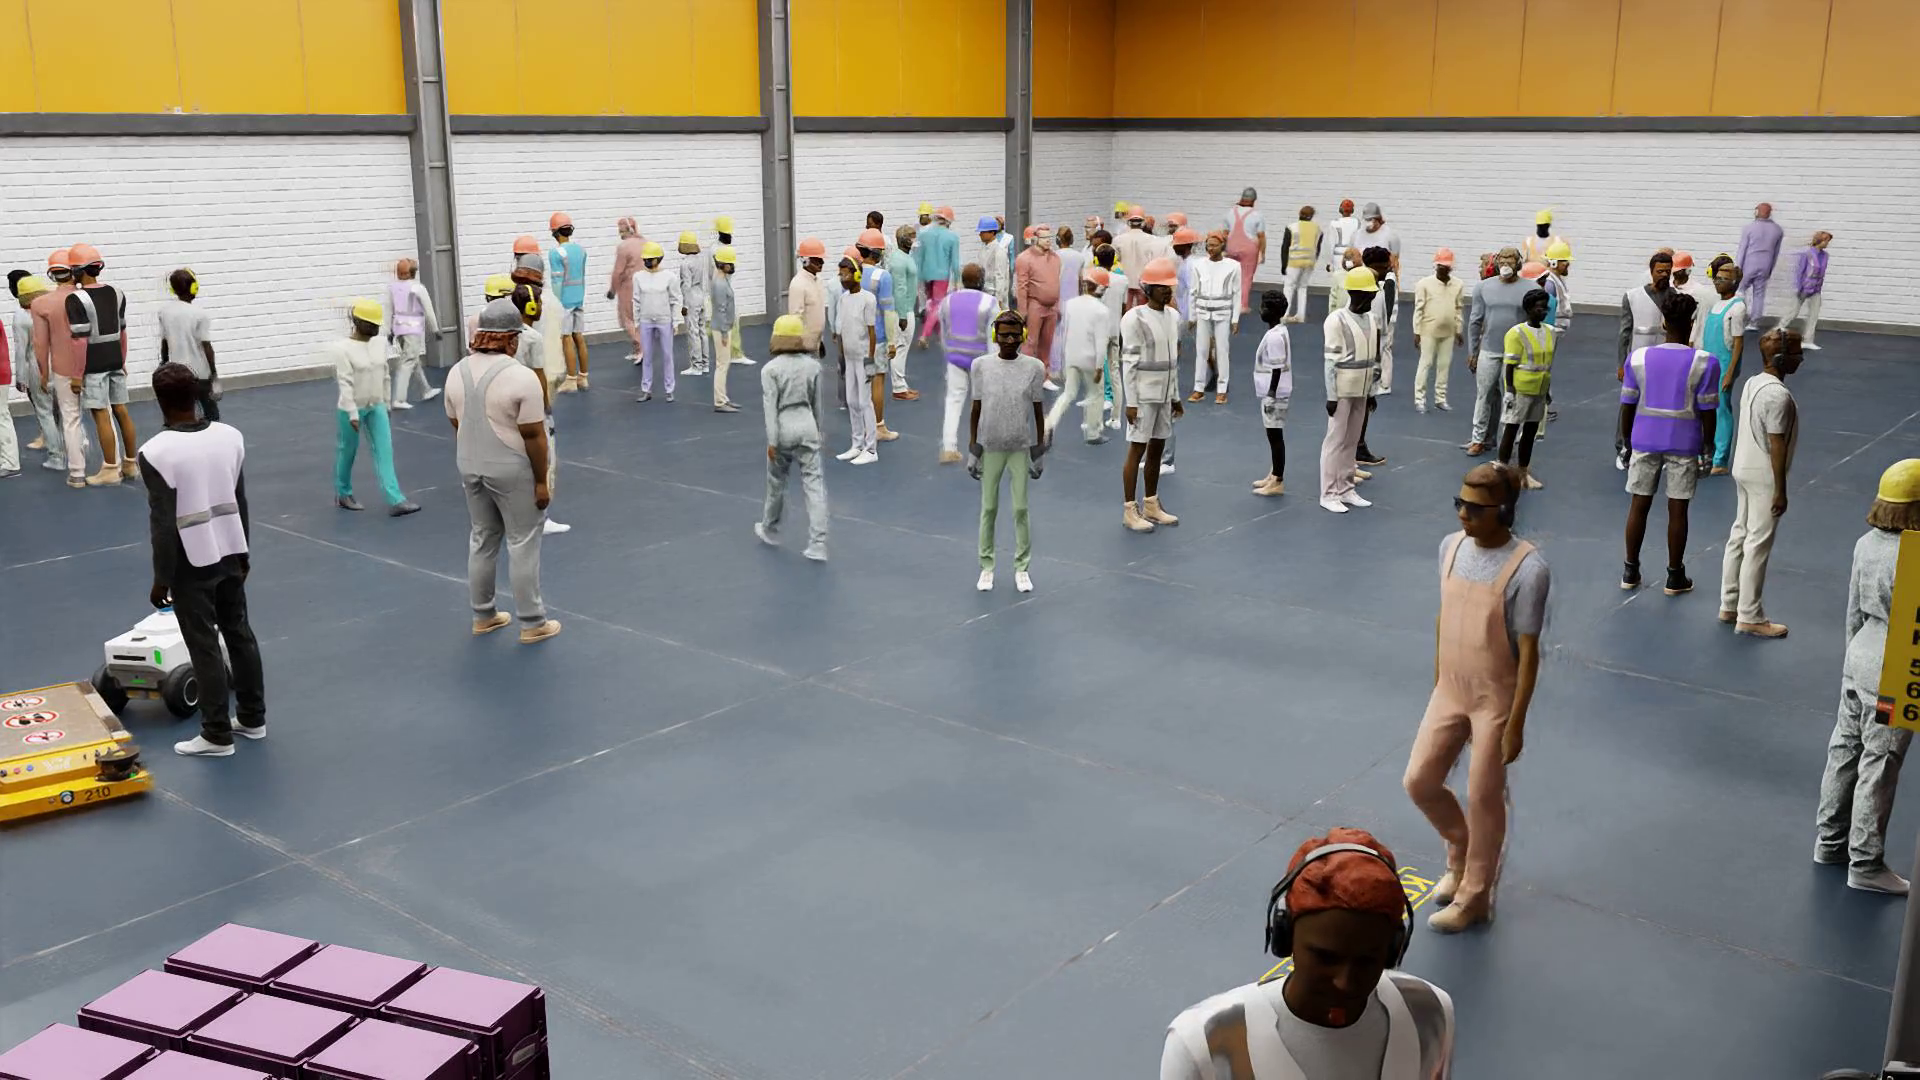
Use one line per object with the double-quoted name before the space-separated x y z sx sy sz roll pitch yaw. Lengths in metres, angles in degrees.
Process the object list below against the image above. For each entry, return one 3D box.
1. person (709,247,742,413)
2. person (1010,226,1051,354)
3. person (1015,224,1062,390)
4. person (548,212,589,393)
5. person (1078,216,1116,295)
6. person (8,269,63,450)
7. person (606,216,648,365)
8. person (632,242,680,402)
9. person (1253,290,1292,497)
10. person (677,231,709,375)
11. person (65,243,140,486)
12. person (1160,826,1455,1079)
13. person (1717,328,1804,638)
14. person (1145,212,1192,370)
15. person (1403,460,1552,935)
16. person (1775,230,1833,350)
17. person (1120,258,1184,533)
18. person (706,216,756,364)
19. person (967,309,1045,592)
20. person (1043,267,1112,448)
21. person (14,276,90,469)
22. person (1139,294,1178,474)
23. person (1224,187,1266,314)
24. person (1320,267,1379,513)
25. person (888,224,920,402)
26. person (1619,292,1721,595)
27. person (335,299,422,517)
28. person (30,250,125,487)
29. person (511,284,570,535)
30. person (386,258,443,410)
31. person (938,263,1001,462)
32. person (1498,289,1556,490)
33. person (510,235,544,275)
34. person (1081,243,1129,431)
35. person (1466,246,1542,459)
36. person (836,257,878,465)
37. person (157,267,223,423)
"person" -2.490 -2.228 17.664 0.338 1.756 0.532 -2 14 -6
"person" 0.977 -3.230 21.760 0.568 1.733 0.794 -12 18 -39
"person" 0.930 -2.633 18.970 0.652 1.906 0.403 -12 18 -40
"person" -4.490 -2.699 18.963 0.374 2.040 0.606 5 15 20
"person" 1.647 -3.037 20.580 0.405 1.911 0.636 -6 15 -22
"person" -8.736 -1.708 15.719 0.320 1.683 0.541 -4 15 -15
"person" -4.160 -3.182 21.216 0.602 1.878 0.650 5 15 19
"person" -3.340 -2.388 18.278 0.526 1.765 0.329 1 14 4
"person" 2.570 -1.205 13.685 0.318 1.695 0.539 3 14 12
"person" -3.289 -2.900 20.359 0.312 1.745 0.492 4 15 15
"person" -7.284 -1.473 14.053 0.377 2.045 0.605 3 14 13
"person" 0.603 1.389 2.940 0.572 1.885 0.358 -5 15 -20
"person" 4.810 -0.344 9.947 0.345 1.846 0.508 1 14 3
"person" 2.518 -3.024 20.419 0.648 1.962 0.663 13 19 41
"person" 1.911 0.601 6.200 0.401 1.829 0.525 -9 16 -31
"person" 11.505 -3.419 22.696 0.530 1.611 0.597 -5 15 -19
"person" 1.465 -1.088 12.512 0.605 2.045 0.379 -13 19 -43
"person" -3.020 -3.141 21.012 0.700 1.900 0.619 3 14 10
"person" 0.301 -0.577 10.858 0.508 1.860 0.334 1 14 2
"person" 1.117 -1.700 15.630 0.759 1.712 0.615 -13 19 -41
"person" -8.041 -1.469 14.703 0.481 1.713 0.516 8 16 30
"person" 1.753 -1.391 14.555 0.285 1.634 0.499 -2 14 -8
"person" 4.653 -4.703 26.969 0.703 2.000 0.586 11 18 37
"person" 3.097 -1.188 13.149 0.584 1.928 0.372 -12 18 -40
"person" -0.619 -2.514 18.425 0.355 1.938 0.637 1 14 2
"person" 4.593 -0.621 10.807 0.607 1.966 0.367 10 17 34
"person" -4.618 -1.029 12.972 0.904 1.696 0.535 9 17 33
"person" -7.437 -1.439 14.029 0.612 1.990 0.392 -9 16 -31
"person" -3.206 -0.969 12.403 0.535 1.864 0.309 12 19 40
"person" -5.921 -2.232 17.994 0.522 1.595 0.844 7 16 27
"person" 0.118 -1.627 15.196 0.636 1.787 0.996 6 15 24
"person" 4.719 -1.238 13.817 0.540 1.695 0.317 -8 16 -28
"person" -4.344 -2.089 16.754 0.387 1.929 0.546 -4 15 -15
"person" 1.435 -2.017 16.592 0.520 1.866 0.326 -8 16 -29
"person" 4.965 -1.712 15.221 0.634 1.937 0.355 6 15 22
"person" -0.940 -1.615 15.010 0.347 1.855 0.531 -11 18 -37
"person" -6.527 -1.363 14.042 0.541 1.844 0.706 4 15 16
